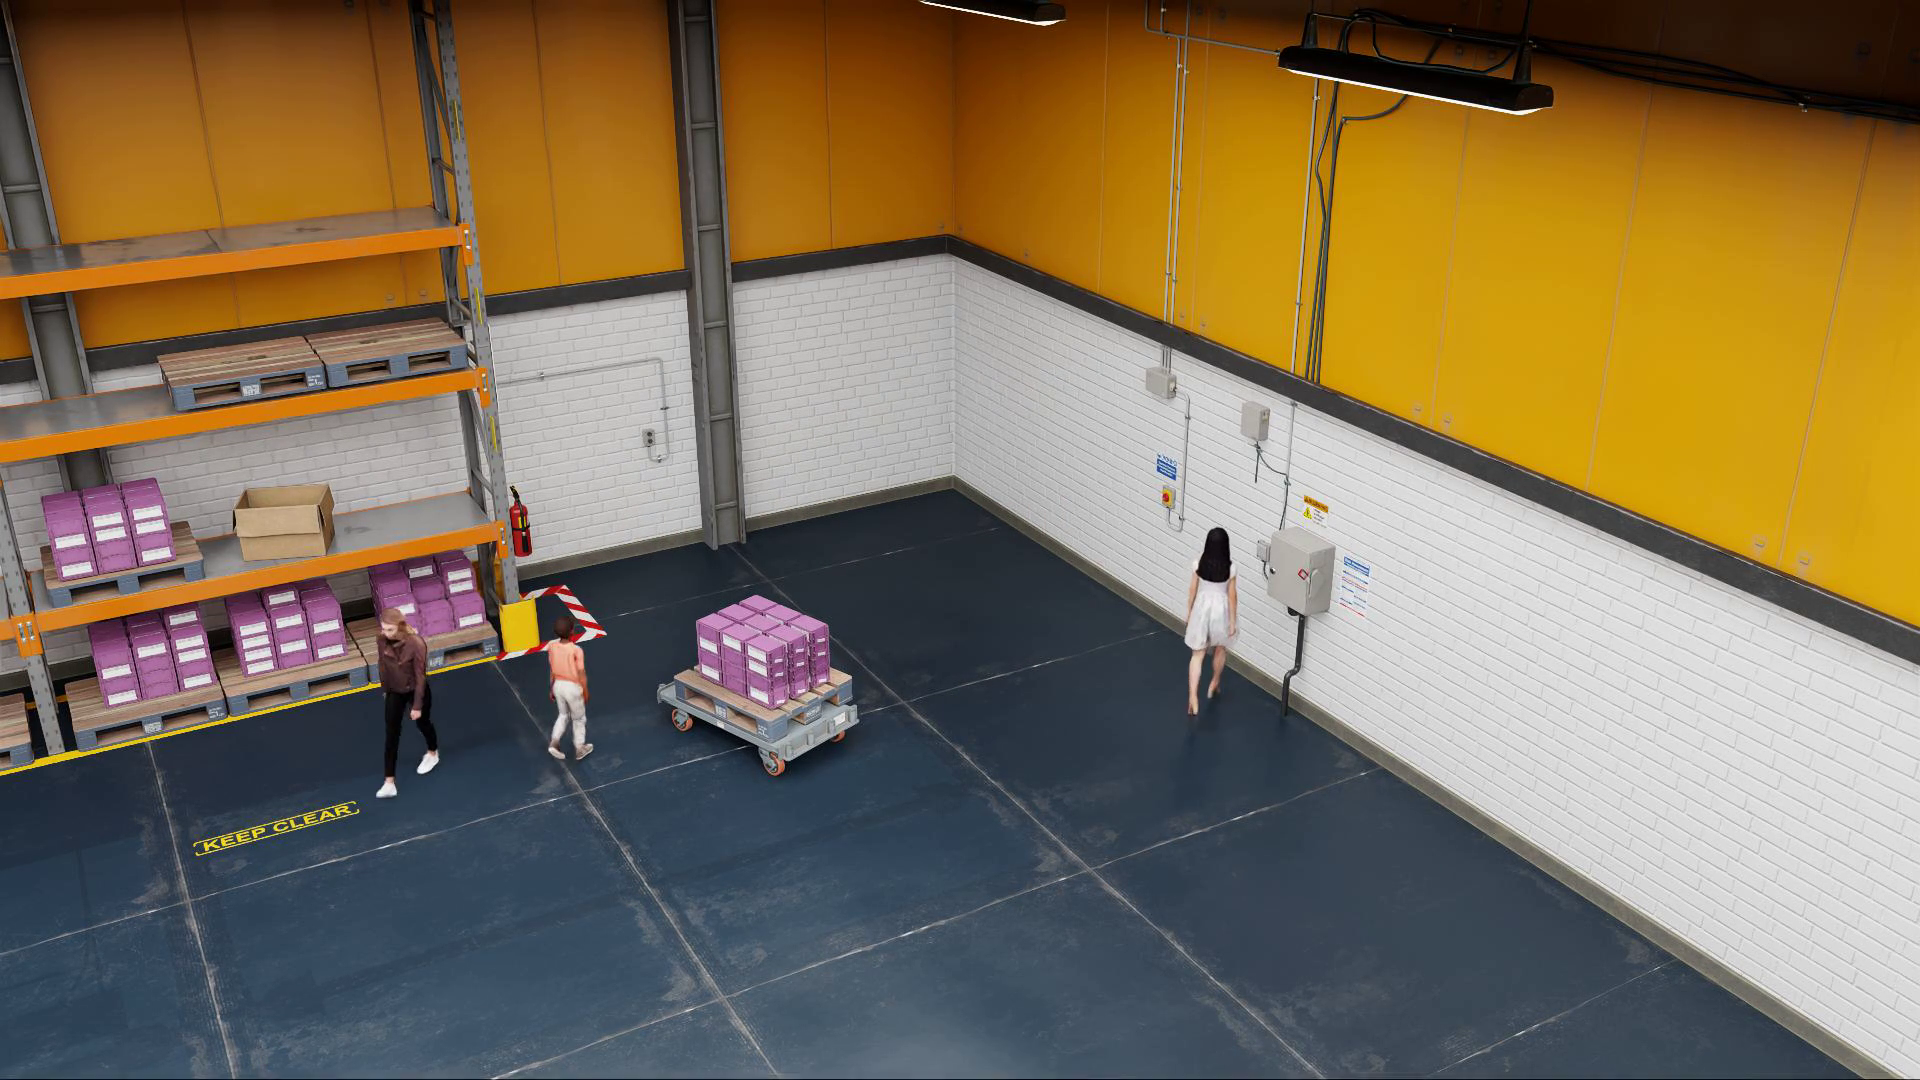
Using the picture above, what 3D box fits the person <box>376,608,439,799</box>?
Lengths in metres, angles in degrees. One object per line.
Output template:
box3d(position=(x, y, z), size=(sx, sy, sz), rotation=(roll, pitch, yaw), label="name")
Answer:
box3d(position=(-4.431, 1.232, 13.523), size=(1.116, 1.641, 1.140), rotation=(6, 24, 13), label="person")

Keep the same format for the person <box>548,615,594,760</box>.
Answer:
box3d(position=(-3.299, 1.272, 13.863), size=(0.675, 1.295, 0.763), rotation=(10, 26, 22), label="person")

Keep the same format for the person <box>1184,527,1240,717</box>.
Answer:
box3d(position=(2.173, 0.748, 14.504), size=(1.053, 1.743, 1.139), rotation=(7, 25, 16), label="person")
